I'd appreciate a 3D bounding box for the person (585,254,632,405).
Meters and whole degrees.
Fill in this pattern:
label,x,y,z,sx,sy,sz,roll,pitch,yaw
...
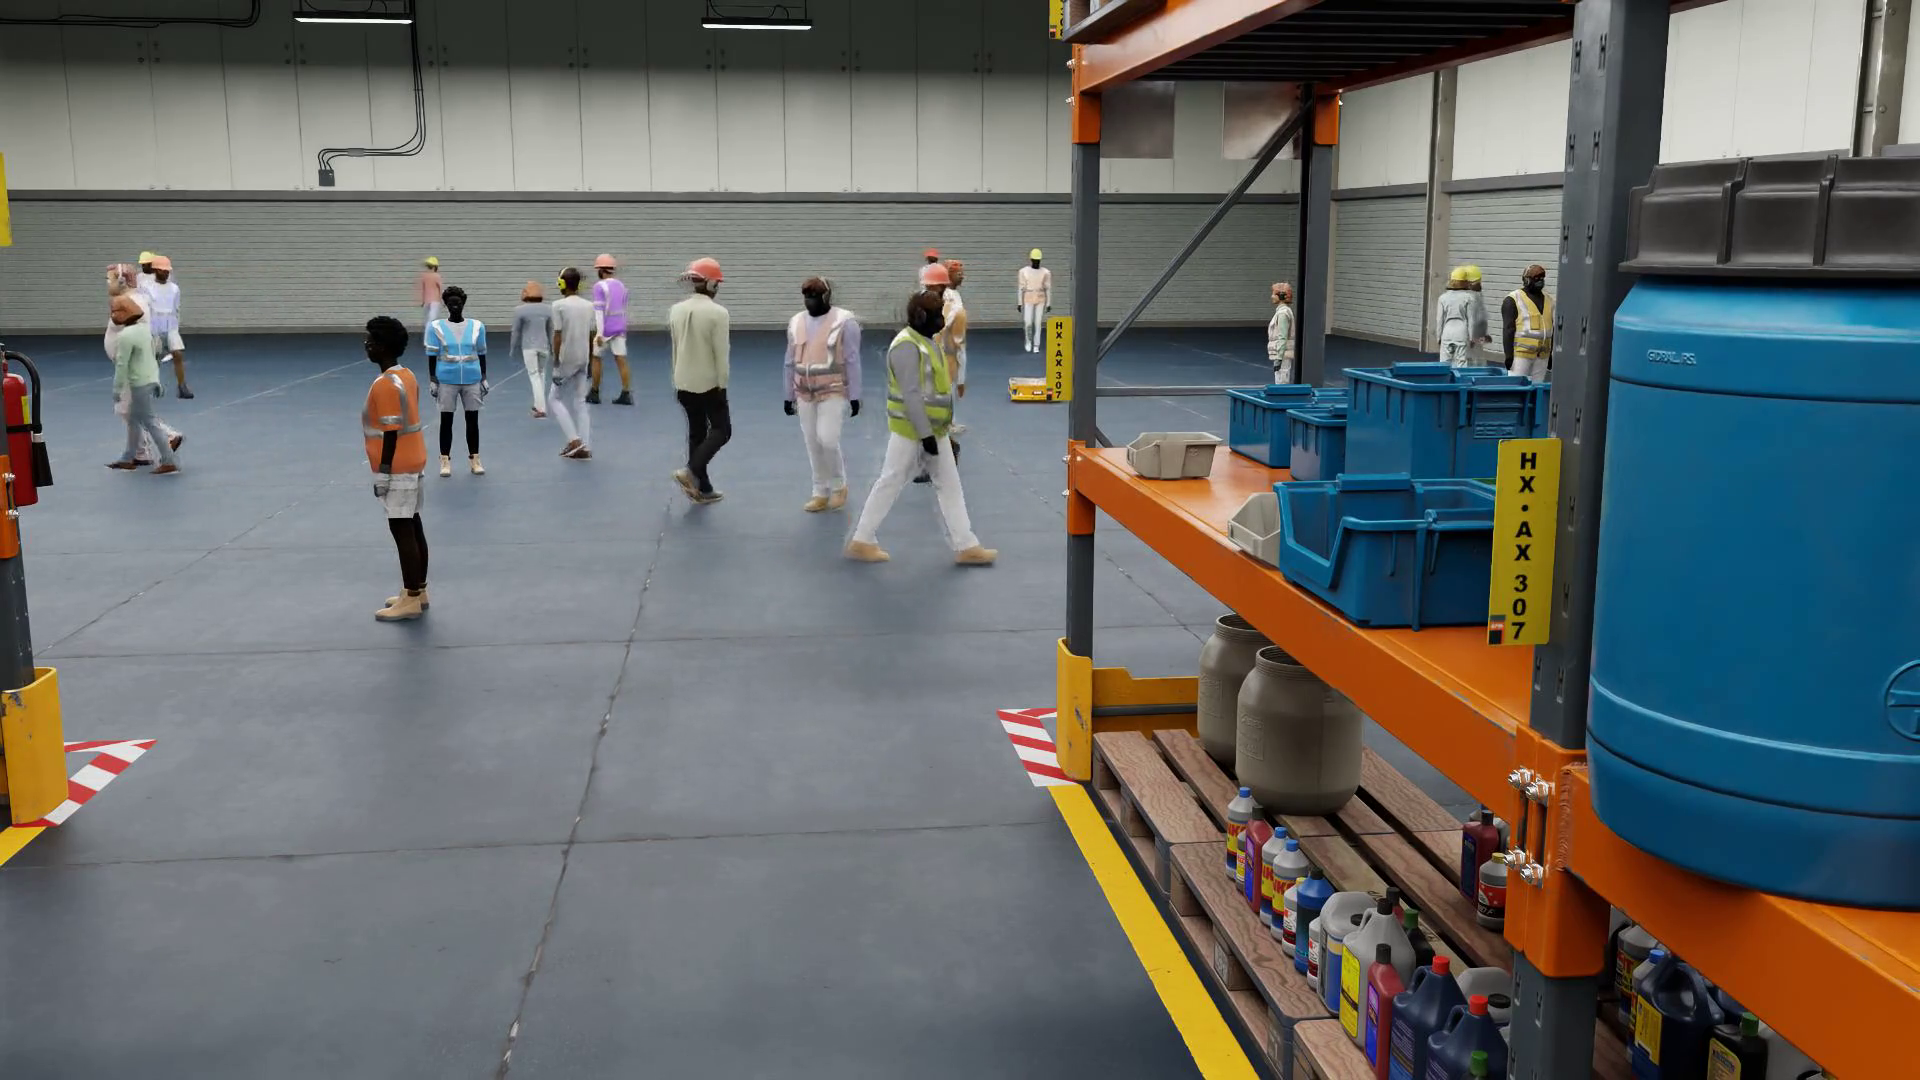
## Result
label,x,y,z,sx,sy,sz,roll,pitch,yaw
person,-4.536,-2.674,21.204,0.854,1.900,0.572,6,12,31

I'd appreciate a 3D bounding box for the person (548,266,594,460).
label,x,y,z,sx,sy,sz,roll,pitch,yaw
person,-3.723,-1.681,15.906,0.435,1.851,0.550,8,13,37

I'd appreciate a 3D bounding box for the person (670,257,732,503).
label,x,y,z,sx,sy,sz,roll,pitch,yaw
person,-2.074,-1.241,13.169,0.614,1.970,0.594,6,12,31

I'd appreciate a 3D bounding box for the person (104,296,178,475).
label,x,y,z,sx,sy,sz,roll,pitch,yaw
person,-7.420,-1.367,14.844,0.776,1.595,0.513,-1,10,-4

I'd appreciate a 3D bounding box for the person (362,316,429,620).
label,x,y,z,sx,sy,sz,roll,pitch,yaw
person,-3.161,-0.402,9.318,0.320,1.698,0.531,-1,10,-6

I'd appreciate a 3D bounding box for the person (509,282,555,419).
label,x,y,z,sx,sy,sz,roll,pitch,yaw
person,-5.085,-2.247,19.706,0.502,1.601,0.795,-9,13,-40

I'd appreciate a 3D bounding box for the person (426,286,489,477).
label,x,y,z,sx,sy,sz,roll,pitch,yaw
person,-4.481,-1.414,14.870,0.540,1.695,0.317,-5,12,-26

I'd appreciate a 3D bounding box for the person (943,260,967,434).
label,x,y,z,sx,sy,sz,roll,pitch,yaw
person,-0.108,-2.098,18.104,0.337,1.882,0.585,2,11,13

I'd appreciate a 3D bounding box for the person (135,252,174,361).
label,x,y,z,sx,sy,sz,roll,pitch,yaw
person,-13.735,-3.949,28.297,0.610,1.872,1.010,3,11,15

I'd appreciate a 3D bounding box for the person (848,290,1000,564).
label,x,y,z,sx,sy,sz,roll,pitch,yaw
person,-0.274,-0.723,10.840,1.001,1.797,0.620,4,11,21

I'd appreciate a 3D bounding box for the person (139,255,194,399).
label,x,y,z,sx,sy,sz,roll,pitch,yaw
person,-10.609,-2.824,22.079,0.980,1.898,0.546,8,13,39

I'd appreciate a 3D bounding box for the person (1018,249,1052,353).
label,x,y,z,sx,sy,sz,roll,pitch,yaw
person,1.376,-4.370,30.473,0.622,1.909,0.458,-1,10,-3

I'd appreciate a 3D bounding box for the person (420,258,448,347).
label,x,y,z,sx,sy,sz,roll,pitch,yaw
person,-10.240,-4.647,32.512,0.549,1.713,0.895,5,12,27

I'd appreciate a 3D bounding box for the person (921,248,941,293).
label,x,y,z,sx,sy,sz,roll,pitch,yaw
person,-0.620,-5.165,34.876,0.917,1.912,0.545,7,12,34

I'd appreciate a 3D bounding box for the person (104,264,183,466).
label,x,y,z,sx,sy,sz,roll,pitch,yaw
person,-7.615,-1.604,15.397,0.521,1.893,0.650,-4,11,-22

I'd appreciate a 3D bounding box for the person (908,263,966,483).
label,x,y,z,sx,sy,sz,roll,pitch,yaw
person,-0.189,-1.494,14.736,0.552,1.915,0.873,6,12,28

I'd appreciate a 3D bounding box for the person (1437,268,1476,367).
label,x,y,z,sx,sy,sz,roll,pitch,yaw
person,6.266,-2.556,21.001,0.483,1.745,0.305,7,13,35

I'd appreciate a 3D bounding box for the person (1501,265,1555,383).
label,x,y,z,sx,sy,sz,roll,pitch,yaw
person,5.899,-1.917,17.223,0.625,1.846,0.429,-4,11,-22

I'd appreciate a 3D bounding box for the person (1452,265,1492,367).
label,x,y,z,sx,sy,sz,roll,pitch,yaw
person,6.645,-2.657,21.516,0.836,1.763,0.571,4,11,21

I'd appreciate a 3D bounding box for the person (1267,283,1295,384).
label,x,y,z,sx,sy,sz,roll,pitch,yaw
person,3.474,-1.958,18.008,0.308,1.641,0.517,2,11,11

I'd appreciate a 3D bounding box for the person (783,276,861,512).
label,x,y,z,sx,sy,sz,roll,pitch,yaw
person,-1.085,-1.120,12.887,0.659,1.829,0.450,5,12,27

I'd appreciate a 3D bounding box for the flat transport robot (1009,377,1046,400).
label,x,y,z,sx,sy,sz,roll,pitch,yaw
flat transport robot,0.988,-2.005,22.019,0.652,0.197,1.431,0,10,0
